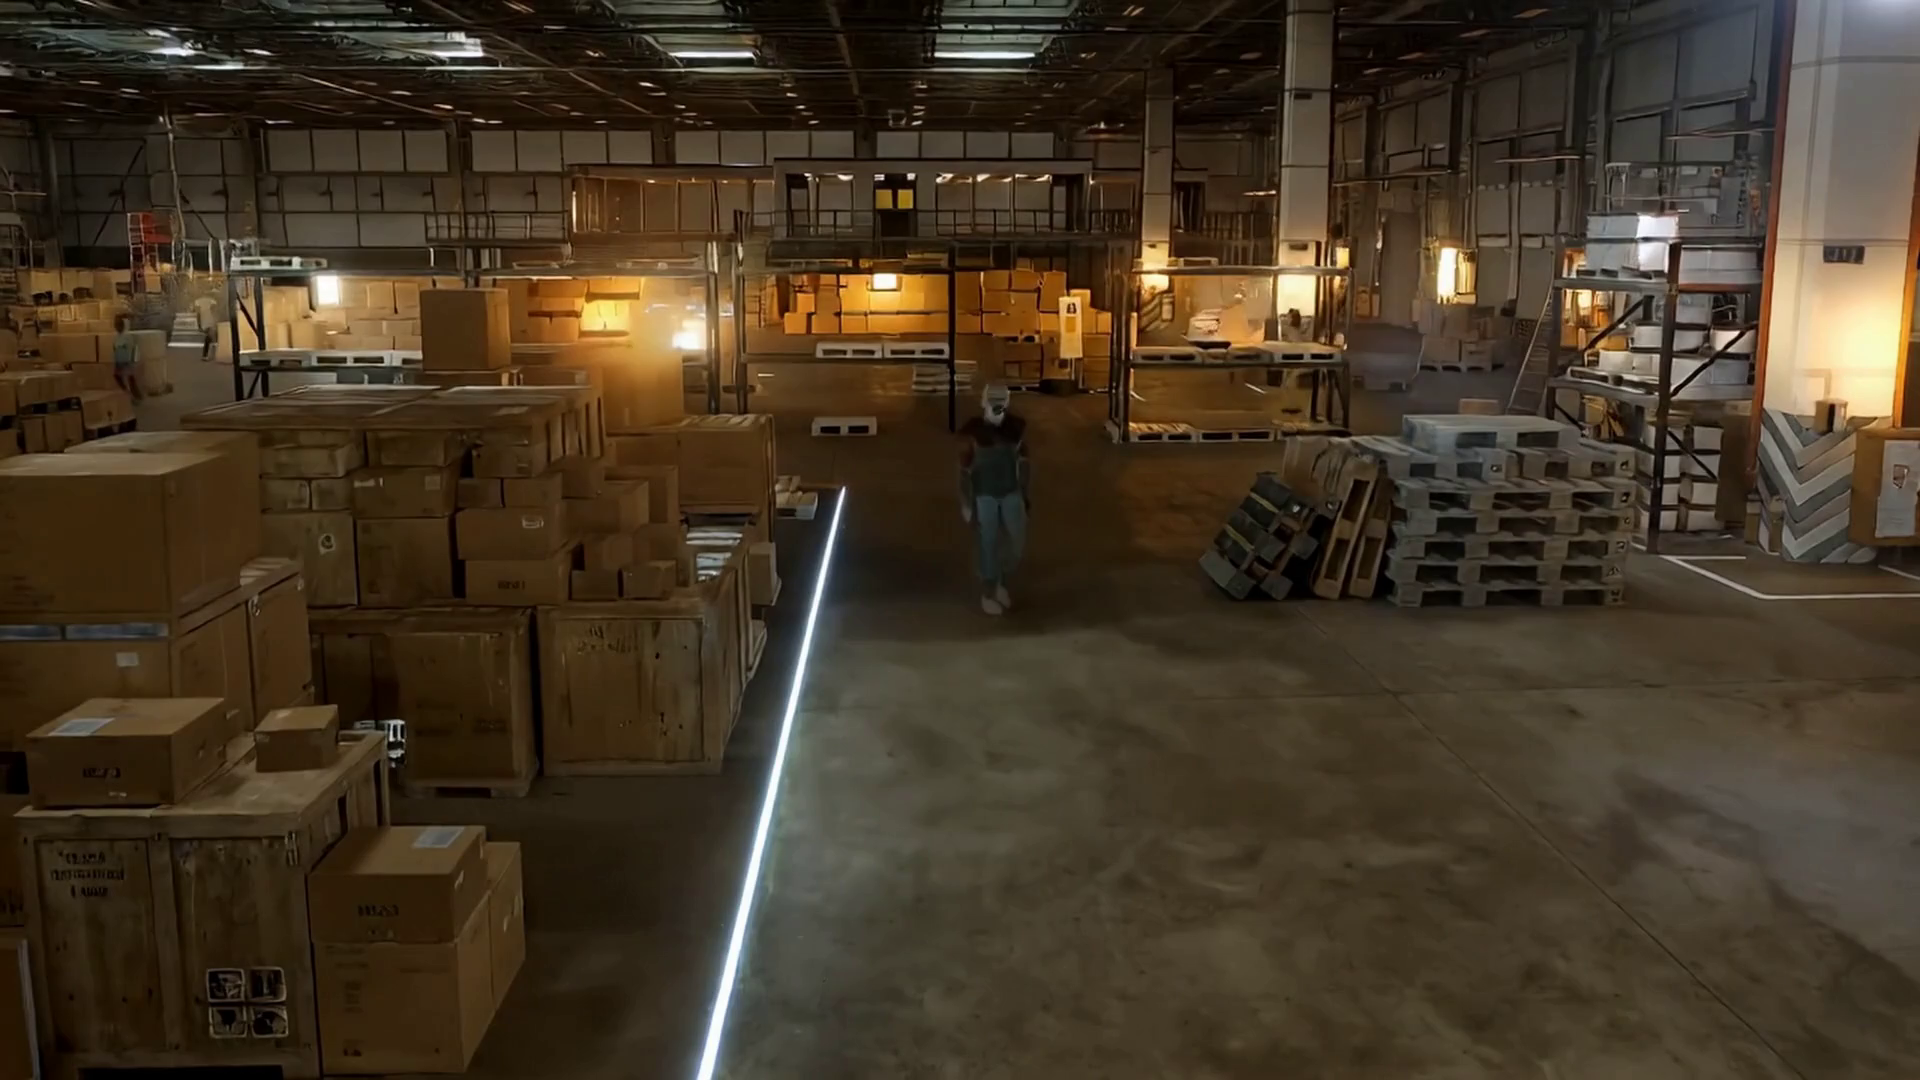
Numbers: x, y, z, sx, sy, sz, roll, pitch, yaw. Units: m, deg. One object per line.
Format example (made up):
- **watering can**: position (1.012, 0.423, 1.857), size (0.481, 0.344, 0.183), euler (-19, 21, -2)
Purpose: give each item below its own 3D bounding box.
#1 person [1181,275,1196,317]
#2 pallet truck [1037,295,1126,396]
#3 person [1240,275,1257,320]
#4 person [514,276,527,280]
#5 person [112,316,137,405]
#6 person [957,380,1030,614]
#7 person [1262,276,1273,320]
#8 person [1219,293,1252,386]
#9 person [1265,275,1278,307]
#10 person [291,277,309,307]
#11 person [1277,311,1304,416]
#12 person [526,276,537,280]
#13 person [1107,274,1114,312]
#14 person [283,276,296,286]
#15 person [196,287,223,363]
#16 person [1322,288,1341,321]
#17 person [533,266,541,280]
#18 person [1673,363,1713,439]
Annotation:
- **person**: position (9.176, -9.942, 67.309), size (0.705, 1.817, 0.664), euler (-10, 14, -43)
- **pallet truck**: position (2.483, -3.881, 33.060), size (1.885, 1.965, 0.823), euler (-7, 13, -36)
- **person**: position (10.676, -9.018, 61.948), size (0.837, 1.914, 0.547), euler (-6, 12, -30)
- **person**: position (-18.455, -10.445, 69.864), size (0.555, 1.916, 0.777), euler (-3, 11, -17)
- **person**: position (-15.473, -3.319, 30.819), size (0.547, 1.681, 0.368), euler (3, 11, 17)
- **person**: position (0.288, -0.344, 13.567), size (0.649, 1.919, 0.446), euler (-4, 11, -20)
- **person**: position (12.031, -9.431, 64.819), size (0.535, 1.697, 0.318), euler (0, 10, -2)
- **person**: position (5.869, -4.241, 35.199), size (0.661, 1.941, 0.995), euler (5, 11, 24)
- **person**: position (14.354, -11.643, 76.609), size (0.611, 1.895, 1.014), euler (1, 10, 5)
- **person**: position (-19.529, -6.759, 48.971), size (0.680, 2.000, 0.903), euler (2, 10, 10)
- **person**: position (5.840, -3.088, 29.124), size (0.544, 1.820, 0.556), euler (6, 12, 32)
- **person**: position (-15.766, -8.934, 61.237), size (0.717, 1.986, 0.936), euler (-4, 11, -24)
- **person**: position (5.937, -9.687, 66.078), size (0.524, 1.759, 0.328), euler (-6, 12, -32)
- **person**: position (-28.496, -10.594, 70.780), size (0.574, 1.883, 0.355), euler (0, 10, -2)
- **person**: position (-18.952, -5.451, 42.108), size (0.653, 1.883, 1.037), euler (3, 11, 17)
- **person**: position (10.072, -5.974, 45.300), size (0.620, 1.803, 0.888), euler (9, 13, 40)
- **person**: position (-20.024, -11.969, 78.365), size (0.609, 1.905, 0.577), euler (-6, 12, -29)
- **person**: position (8.868, -1.476, 20.418), size (0.605, 1.715, 0.502), euler (10, 14, 44)
